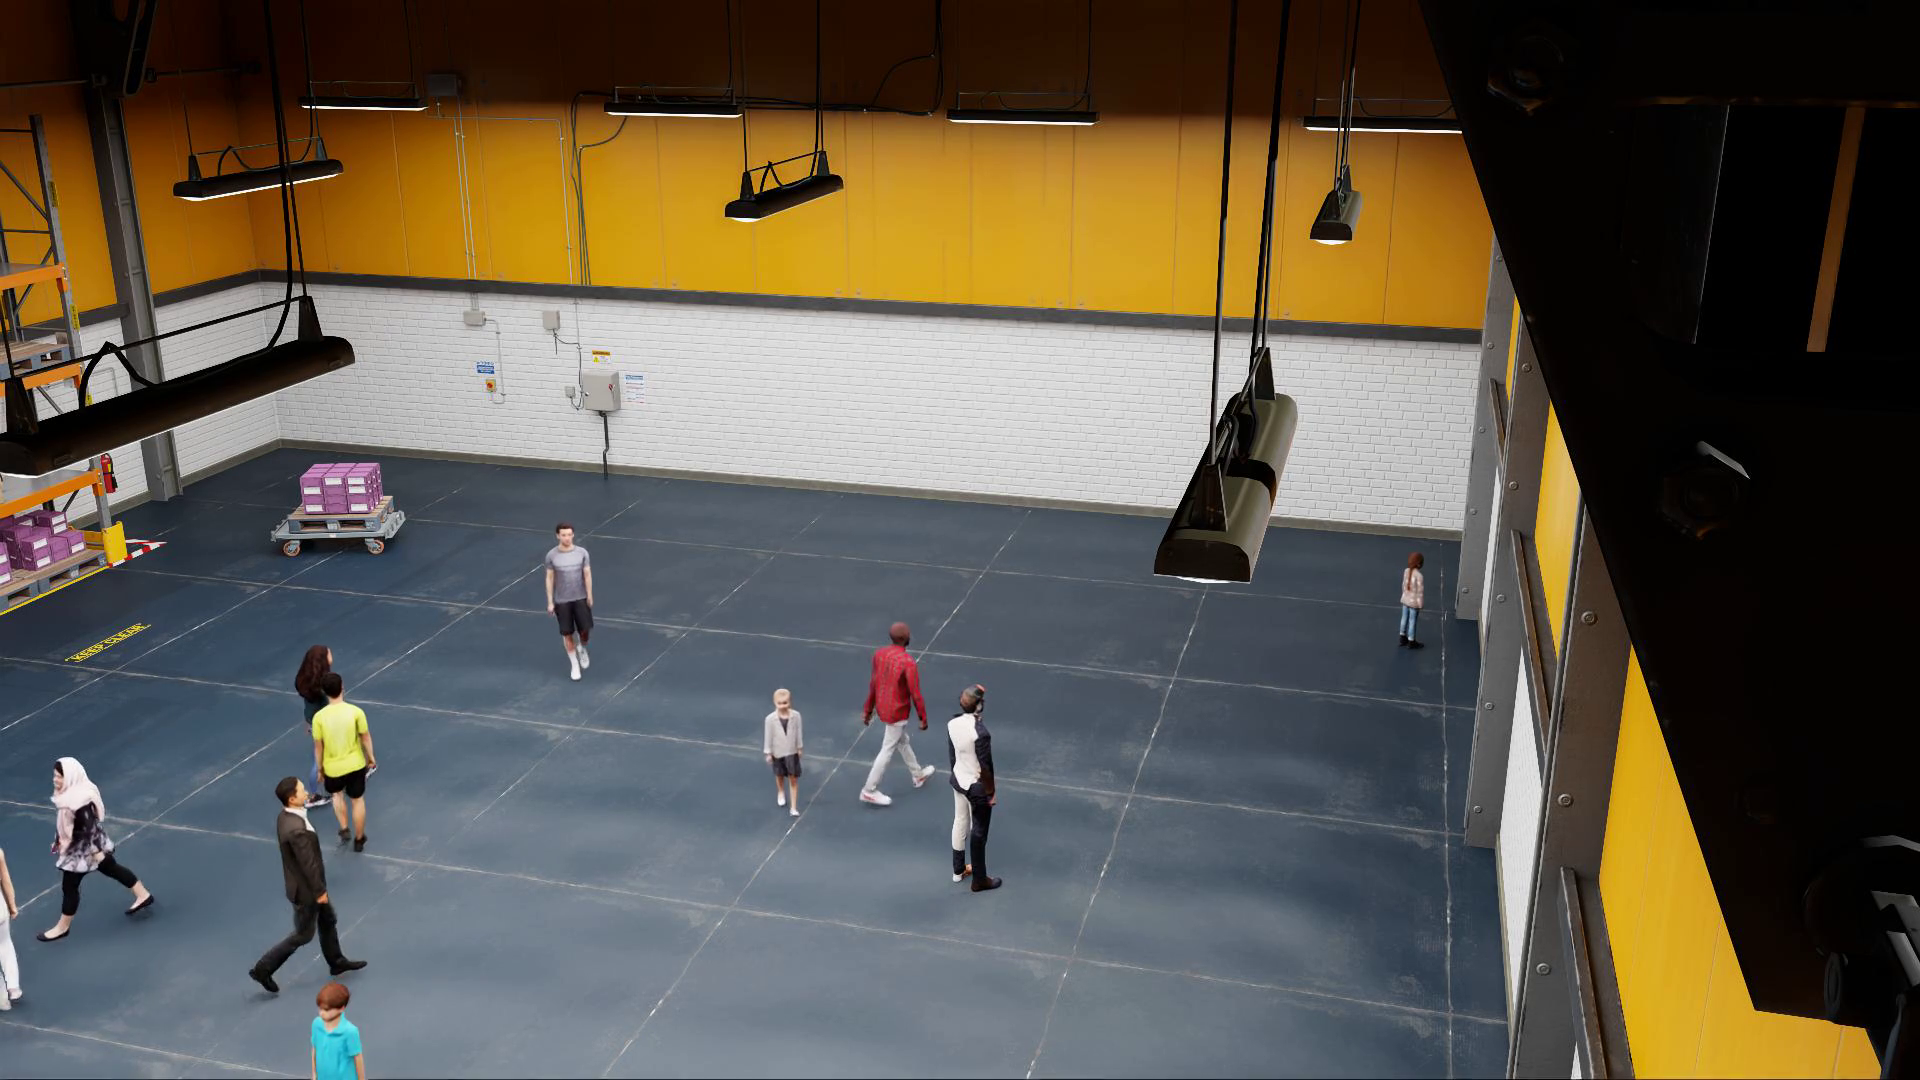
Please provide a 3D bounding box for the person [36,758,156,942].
[{"bbox_3d":[-7.201,2.526,13.880,1.219,1.583,1.071,-14,23,-35],"label":"person"}]

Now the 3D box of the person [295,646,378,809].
[{"bbox_3d":[-6.187,1.820,15.979,0.918,1.582,1.121,16,25,40],"label":"person"}]

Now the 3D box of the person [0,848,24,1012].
[{"bbox_3d":[-7.445,2.881,12.703,0.663,1.662,0.758,-17,25,-40],"label":"person"}]

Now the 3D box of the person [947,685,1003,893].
[{"bbox_3d":[0.104,2.145,14.525,0.797,1.893,0.778,-15,24,-37],"label":"person"}]

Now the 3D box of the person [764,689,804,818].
[{"bbox_3d":[-1.692,2.004,15.963,0.746,1.244,0.933,-3,19,-9],"label":"person"}]

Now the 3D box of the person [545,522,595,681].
[{"bbox_3d":[-4.456,0.649,19.024,0.832,1.857,0.903,-4,19,-13],"label":"person"}]

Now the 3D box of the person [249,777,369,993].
[{"bbox_3d":[-5.211,2.719,13.004,1.152,1.777,1.139,-8,20,-23],"label":"person"}]

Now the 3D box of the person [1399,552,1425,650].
[{"bbox_3d":[5.398,0.712,19.878,0.622,1.194,0.553,-9,20,-24],"label":"person"}]

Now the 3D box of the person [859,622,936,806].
[{"bbox_3d":[-0.707,1.696,16.044,1.282,1.775,1.125,-14,23,-36],"label":"person"}]

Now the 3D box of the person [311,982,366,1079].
[{"bbox_3d":[-4.085,3.553,11.062,0.611,1.435,0.904,7,20,21],"label":"person"}]

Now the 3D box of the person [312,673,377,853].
[{"bbox_3d":[-5.597,2.057,15.111,0.811,1.687,0.853,-6,20,-18],"label":"person"}]
